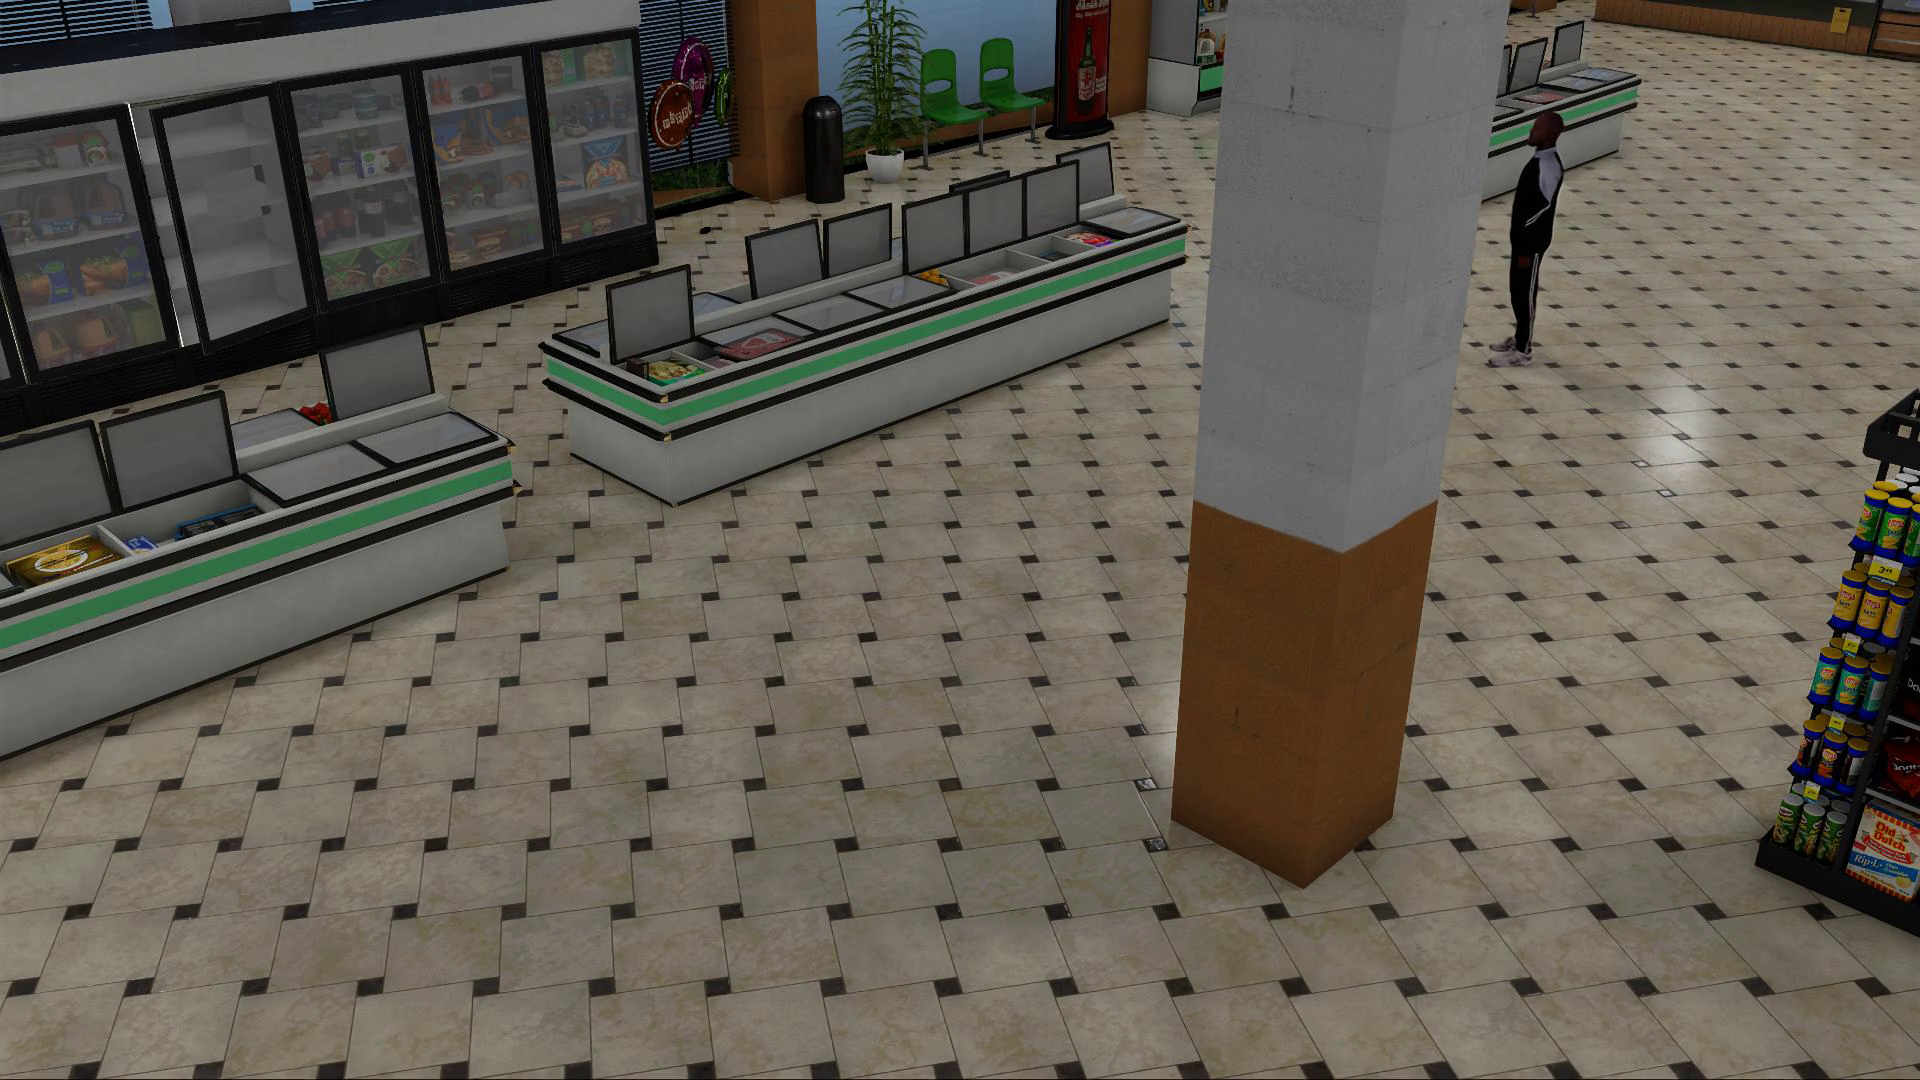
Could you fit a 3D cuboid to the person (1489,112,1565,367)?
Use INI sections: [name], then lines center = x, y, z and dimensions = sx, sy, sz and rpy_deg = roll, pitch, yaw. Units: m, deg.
[person]
center = 4.137, -2.179, 12.009
dimensions = 0.796, 1.824, 0.667
rpy_deg = 7, 28, 14
